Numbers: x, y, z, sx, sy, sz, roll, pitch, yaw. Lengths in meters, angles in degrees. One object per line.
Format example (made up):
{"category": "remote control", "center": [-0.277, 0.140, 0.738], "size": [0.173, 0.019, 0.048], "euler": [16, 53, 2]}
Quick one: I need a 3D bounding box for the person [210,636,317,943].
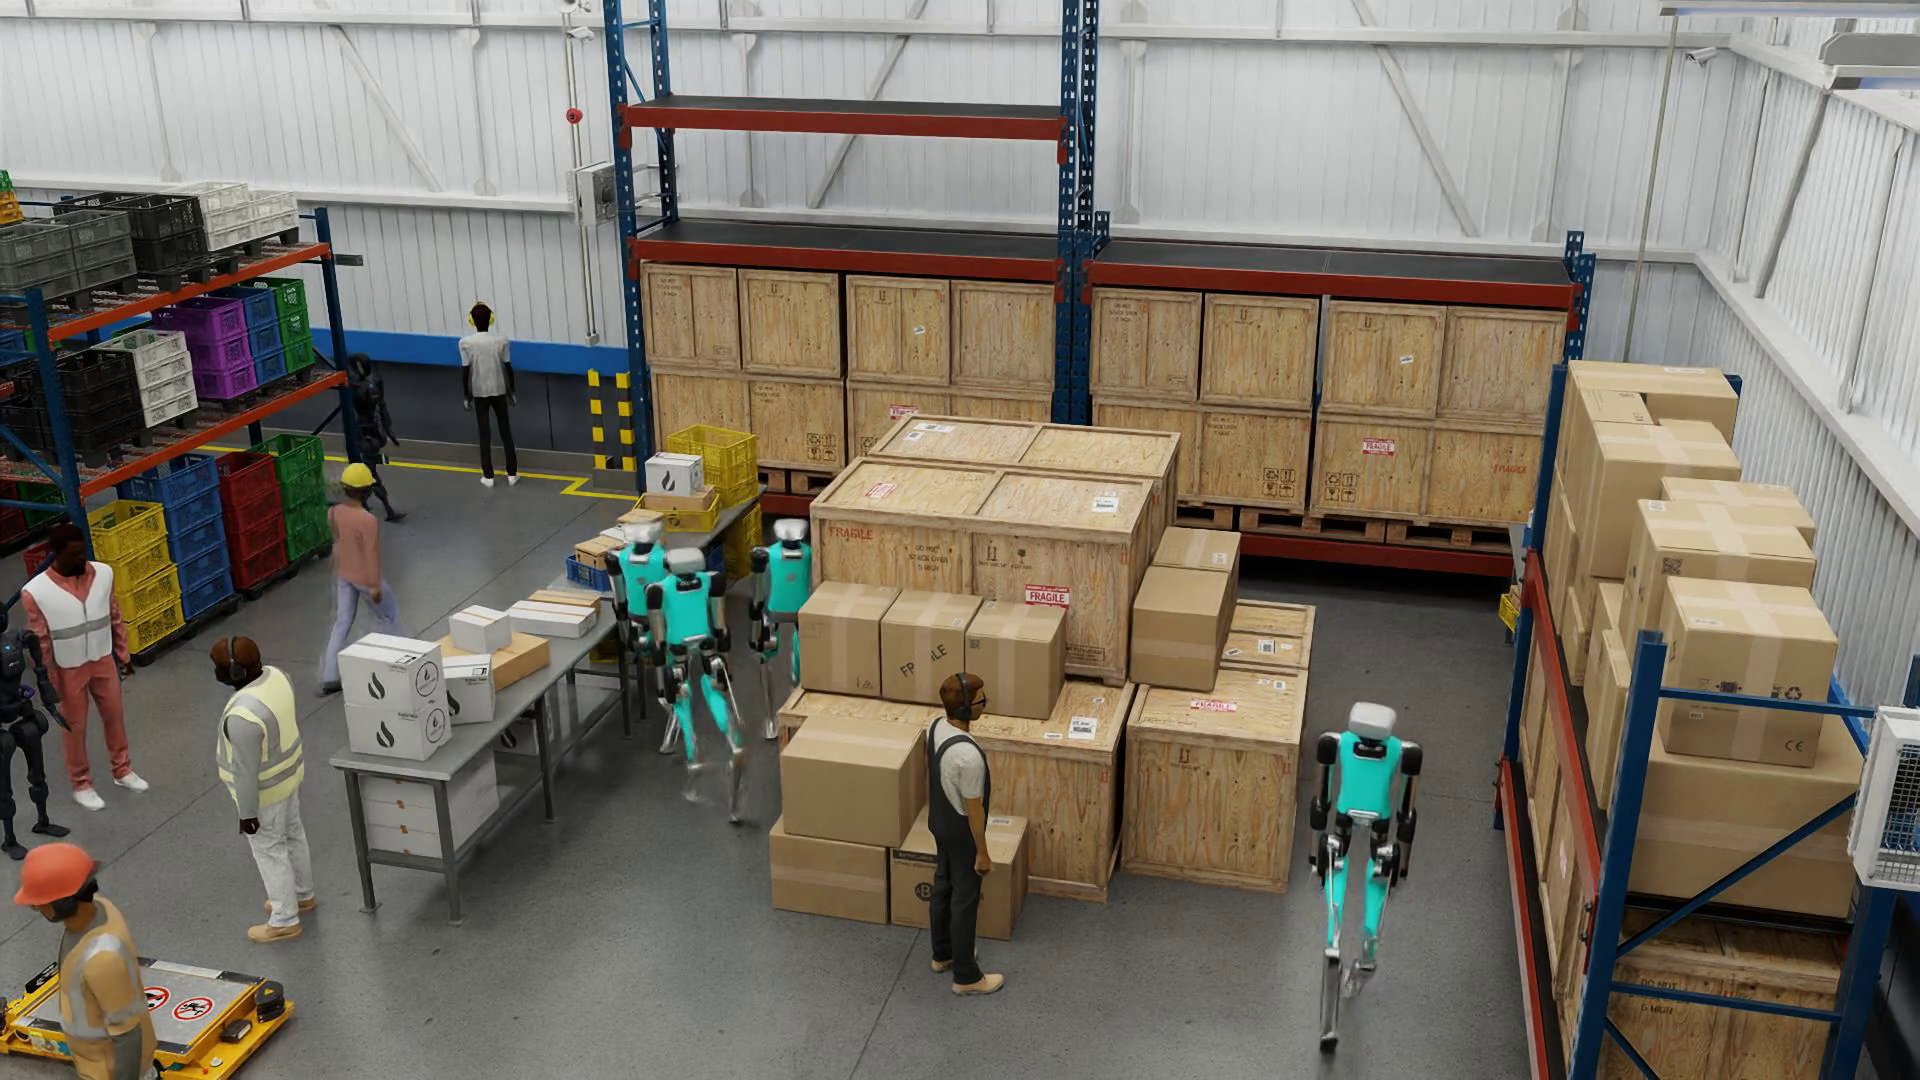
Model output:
{"category": "person", "center": [-3.880, 1.376, 9.265], "size": [0.429, 1.834, 0.631], "euler": [-1, 21, -2]}

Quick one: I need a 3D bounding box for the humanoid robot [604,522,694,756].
{"category": "humanoid robot", "center": [-2.022, 0.616, 11.347], "size": [0.539, 1.718, 0.997], "euler": [3, 21, 8]}

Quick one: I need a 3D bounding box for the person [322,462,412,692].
{"category": "person", "center": [-4.431, 0.253, 12.351], "size": [0.534, 1.705, 0.956], "euler": [14, 25, 32]}

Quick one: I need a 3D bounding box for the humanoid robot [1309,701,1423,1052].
{"category": "humanoid robot", "center": [2.002, 1.771, 8.406], "size": [0.530, 1.778, 1.000], "euler": [5, 22, 14]}

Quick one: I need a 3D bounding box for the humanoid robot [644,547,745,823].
{"category": "humanoid robot", "center": [-1.581, 0.986, 10.452], "size": [0.545, 1.792, 0.835], "euler": [-12, 24, -28]}

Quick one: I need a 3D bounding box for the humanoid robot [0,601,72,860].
{"category": "humanoid robot", "center": [-5.766, 1.113, 10.140], "size": [0.315, 1.657, 0.599], "euler": [10, 23, 24]}

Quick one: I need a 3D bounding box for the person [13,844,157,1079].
{"category": "person", "center": [-3.561, 2.157, 6.930], "size": [0.391, 2.033, 0.613], "euler": [-14, 25, -32]}

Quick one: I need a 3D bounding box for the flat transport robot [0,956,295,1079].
{"category": "flat transport robot", "center": [-4.270, 2.464, 8.601], "size": [1.431, 0.231, 0.659], "euler": [5, 22, 13]}

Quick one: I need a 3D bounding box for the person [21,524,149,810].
{"category": "person", "center": [-5.628, 0.789, 10.687], "size": [0.399, 1.910, 0.594], "euler": [13, 25, 31]}

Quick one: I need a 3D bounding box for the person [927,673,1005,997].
{"category": "person", "center": [0.011, 1.546, 8.792], "size": [0.346, 1.846, 0.506], "euler": [-10, 23, -25]}

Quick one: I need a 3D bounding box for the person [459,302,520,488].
{"category": "person", "center": [-4.691, -1.443, 16.585], "size": [0.531, 1.864, 0.309], "euler": [-7, 22, -18]}

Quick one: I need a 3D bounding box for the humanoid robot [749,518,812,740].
{"category": "humanoid robot", "center": [-1.186, 0.618, 11.415], "size": [0.578, 1.775, 0.887], "euler": [-4, 21, -11]}

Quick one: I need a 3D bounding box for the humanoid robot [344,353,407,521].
{"category": "humanoid robot", "center": [-5.591, -0.992, 15.745], "size": [0.805, 1.623, 0.597], "euler": [8, 22, 20]}
